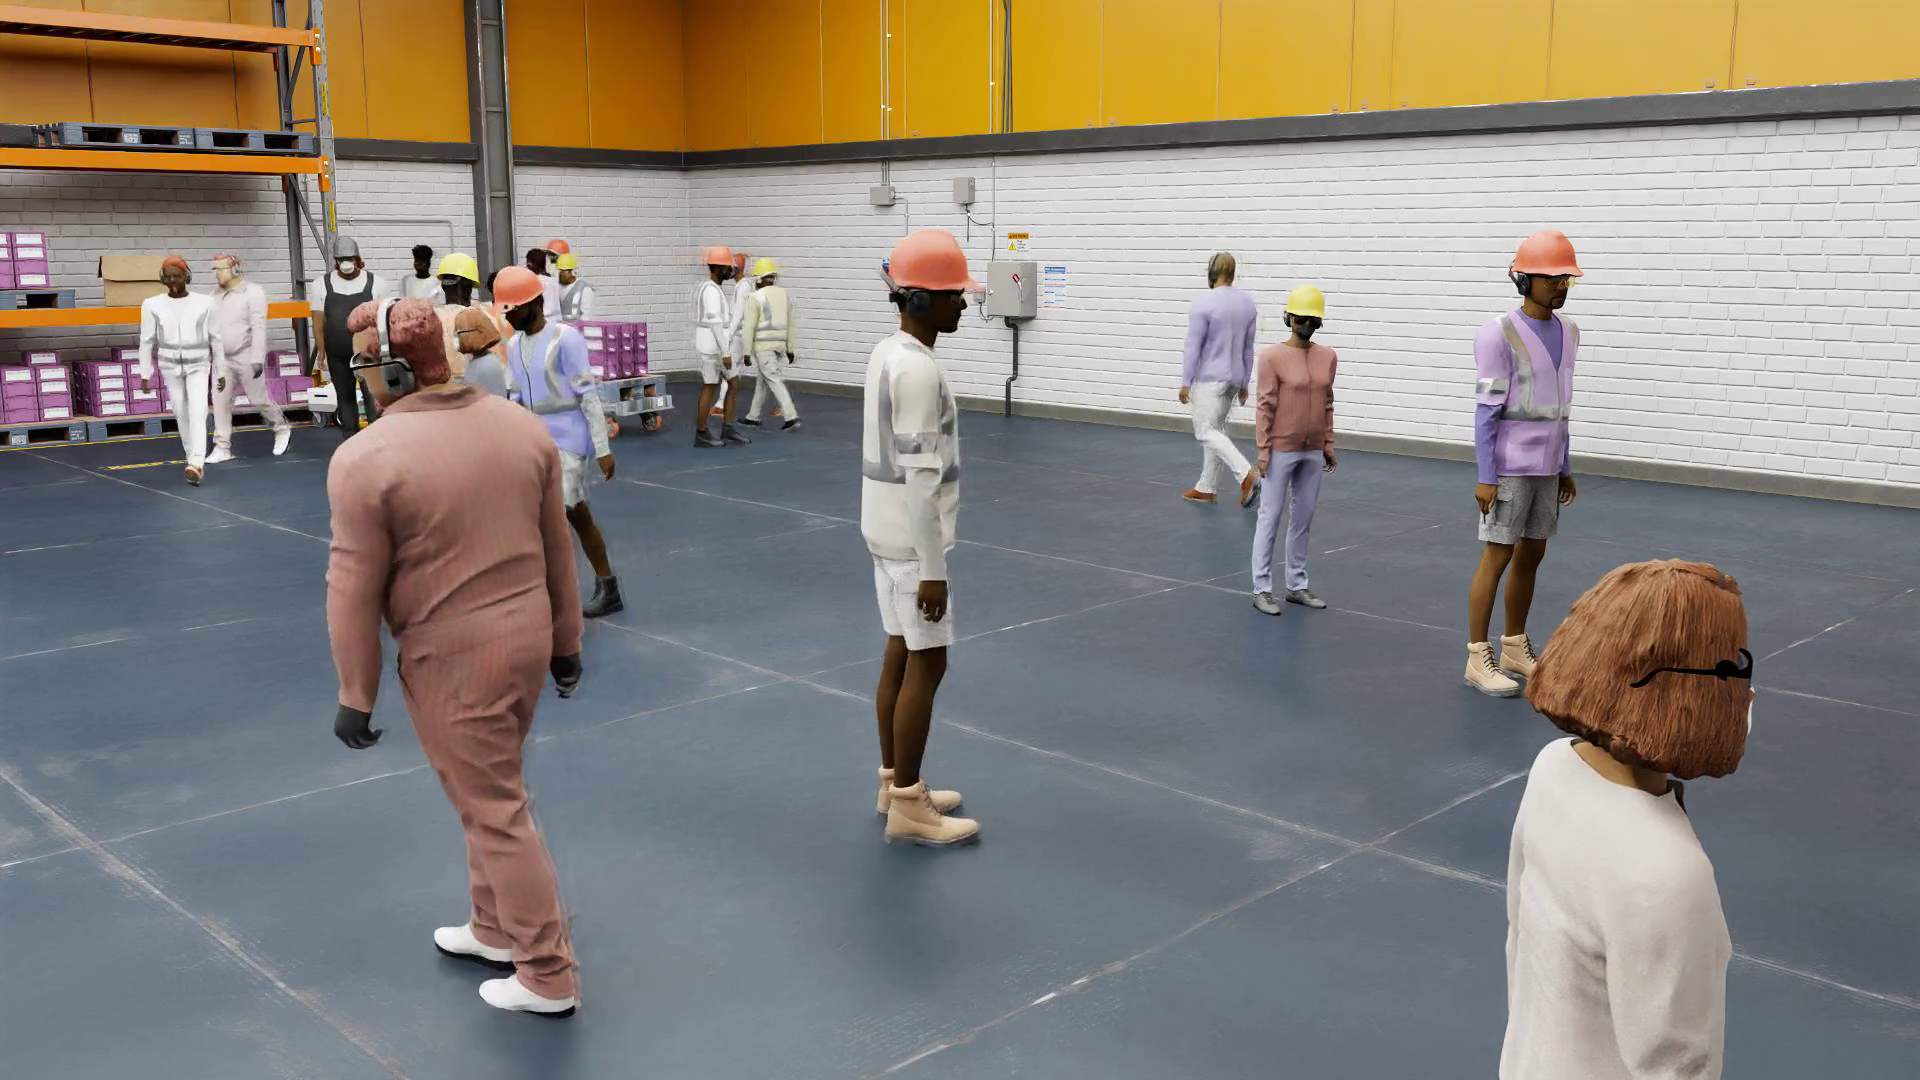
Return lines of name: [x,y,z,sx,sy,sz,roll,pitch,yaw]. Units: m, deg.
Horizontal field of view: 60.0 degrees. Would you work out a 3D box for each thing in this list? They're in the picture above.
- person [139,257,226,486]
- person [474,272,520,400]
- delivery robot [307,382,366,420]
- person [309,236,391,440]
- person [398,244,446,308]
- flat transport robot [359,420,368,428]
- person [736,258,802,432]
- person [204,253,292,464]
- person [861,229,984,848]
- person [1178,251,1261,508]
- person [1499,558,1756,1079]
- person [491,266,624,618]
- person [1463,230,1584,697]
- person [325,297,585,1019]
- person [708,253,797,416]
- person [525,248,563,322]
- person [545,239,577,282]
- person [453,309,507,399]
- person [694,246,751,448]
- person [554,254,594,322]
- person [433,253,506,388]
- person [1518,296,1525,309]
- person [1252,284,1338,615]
person: [-6.316,-1.356,13.481,0.607,1.831,0.979,-3,11,-14]
person: [-4.321,-1.660,15.535,0.389,1.684,0.560,8,13,38]
delivery robot: [-6.509,-1.496,17.500,0.707,0.478,0.477,5,11,23]
person: [-5.513,-1.748,15.076,0.693,2.000,0.723,-2,11,-12]
person: [-5.872,-2.282,18.315,0.661,1.929,0.668,2,11,8]
flat transport robot: [-5.534,-1.311,17.522,0.652,0.197,1.431,9,14,41]
person: [-1.979,-2.013,17.218,0.942,1.792,0.604,7,12,33]
person: [-6.487,-1.652,15.024,0.647,1.873,0.884,3,11,15]
person: [-0.127,-0.002,5.581,0.402,2.039,0.642,-2,11,-12]
person: [1.961,-1.173,12.300,0.637,1.915,0.809,-9,13,-39]
person: [0.836,0.825,2.157,0.264,1.632,0.508,0,10,2]
person: [-2.148,-0.465,8.569,0.610,1.859,0.982,9,14,41]
person: [2.520,-0.330,7.338,0.615,2.041,0.392,-7,12,-33]
person: [-1.314,0.317,4.298,0.712,1.868,0.679,5,12,27]
person: [-2.340,-2.283,18.592,1.024,1.839,0.577,-3,11,-14]
person: [-4.586,-2.314,18.614,0.795,1.888,0.594,1,10,7]
person: [-4.712,-2.540,19.571,0.648,1.969,0.674,2,11,13]
person: [-2.774,-0.508,9.512,0.738,1.604,0.519,-4,11,-21]
person: [-2.242,-1.819,15.798,0.693,1.912,0.577,0,10,-3]
person: [-4.485,-2.333,18.894,0.605,1.800,0.768,5,11,25]
person: [-2.977,-0.750,9.971,0.585,1.917,0.380,2,11,11]
person: [4.577,-1.335,13.295,0.309,1.868,0.535,4,11,20]
person: [1.813,-0.482,8.927,0.527,1.765,0.328,-5,12,-27]
